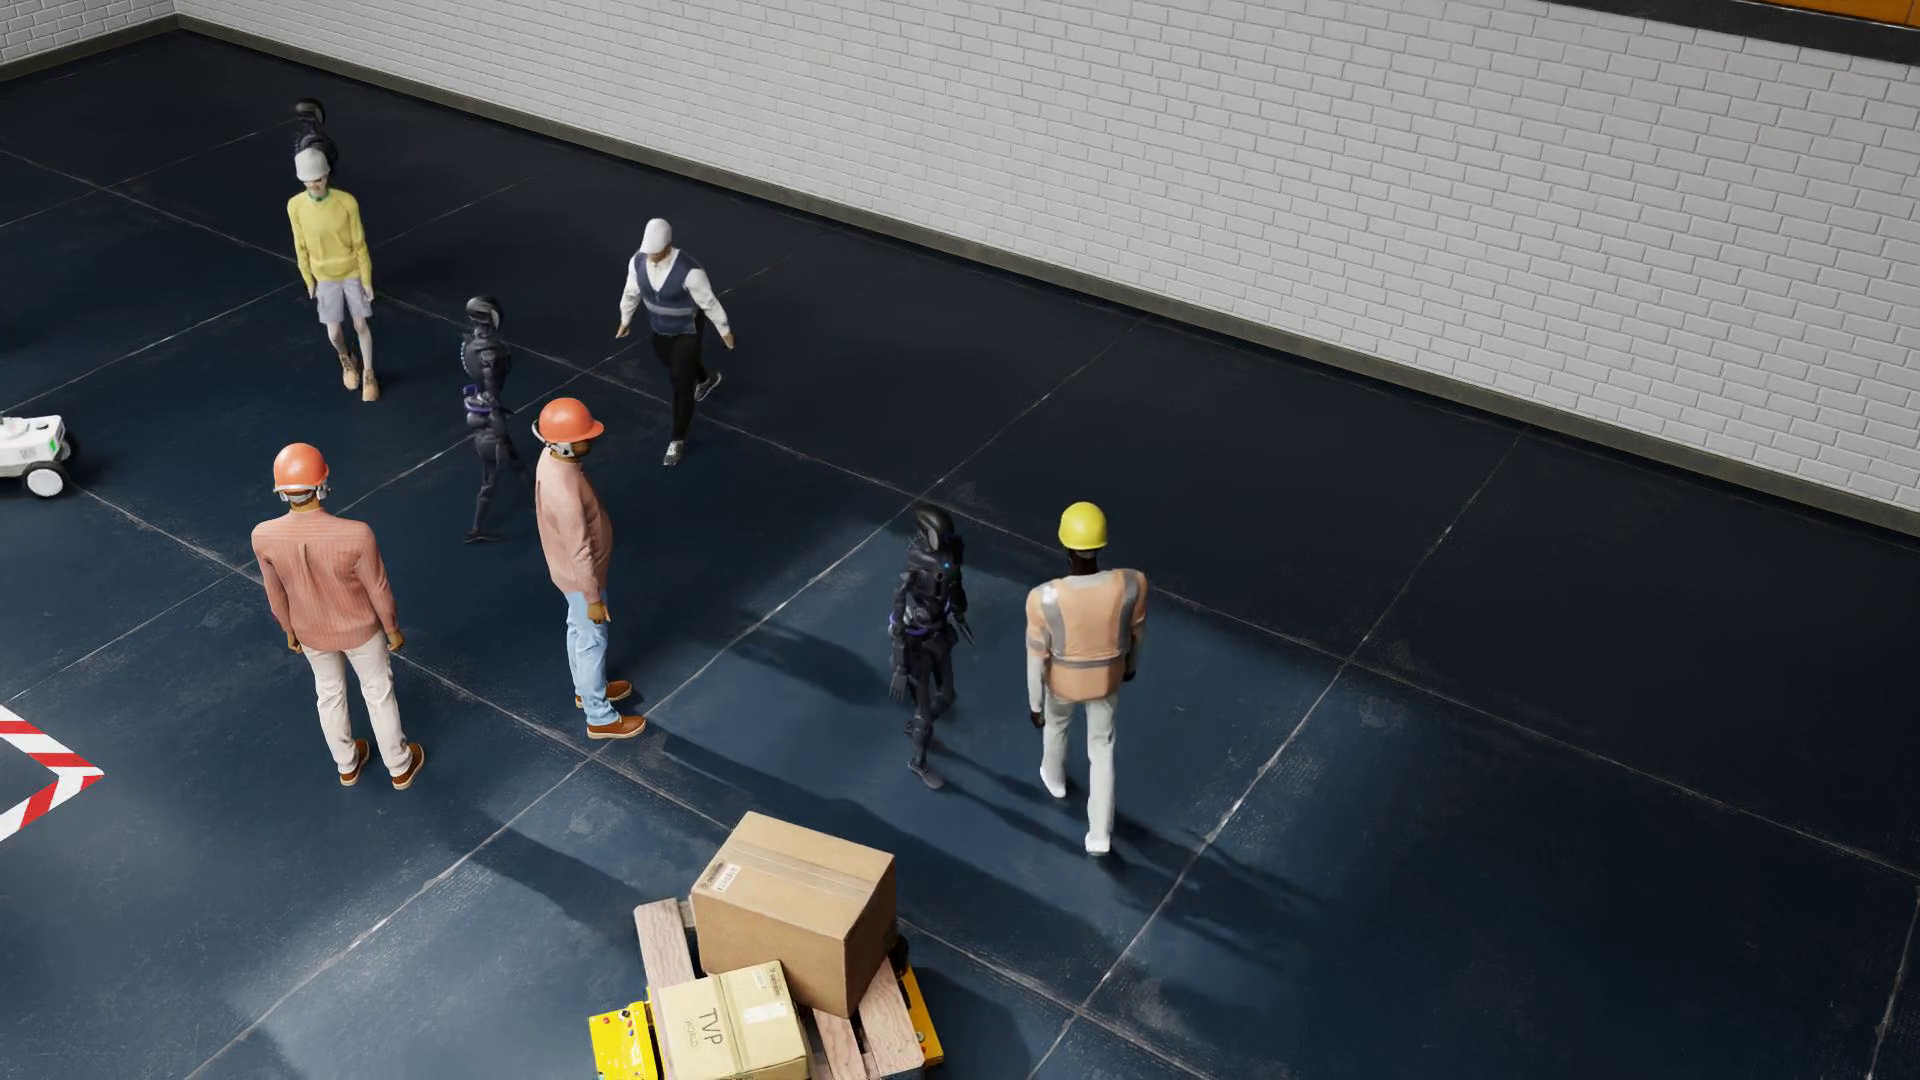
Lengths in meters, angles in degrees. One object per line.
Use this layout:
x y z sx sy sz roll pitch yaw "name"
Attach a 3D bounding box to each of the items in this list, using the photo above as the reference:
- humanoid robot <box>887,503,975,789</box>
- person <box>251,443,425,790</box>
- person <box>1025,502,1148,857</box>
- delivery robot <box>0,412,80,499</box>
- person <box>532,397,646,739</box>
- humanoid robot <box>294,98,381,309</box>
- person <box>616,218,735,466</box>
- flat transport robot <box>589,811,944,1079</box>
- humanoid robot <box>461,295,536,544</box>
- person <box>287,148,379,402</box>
-0.190 0.498 8.340 0.396 1.660 0.609 22 41 28 "humanoid robot"
-3.051 0.407 8.189 0.610 1.986 0.401 2 35 2 "person"
0.592 0.664 7.910 0.584 1.899 0.830 -4 35 -6 "person"
-6.185 -0.568 10.827 0.787 0.596 0.499 -9 36 -13 "delivery robot"
-1.928 0.145 8.554 0.385 1.992 0.624 -12 37 -17 "person"
-4.754 -2.578 12.718 0.415 1.648 0.596 -15 38 -21 "humanoid robot"
-1.864 -1.446 11.080 0.768 1.710 0.890 15 38 20 "person"
-0.848 2.141 7.204 1.431 0.231 0.659 -10 36 -14 "flat transport robot"
-2.802 -0.742 10.115 0.705 1.624 0.609 -11 36 -15 "humanoid robot"
-4.291 -1.826 11.469 0.480 1.878 0.435 -10 36 -14 "person"
